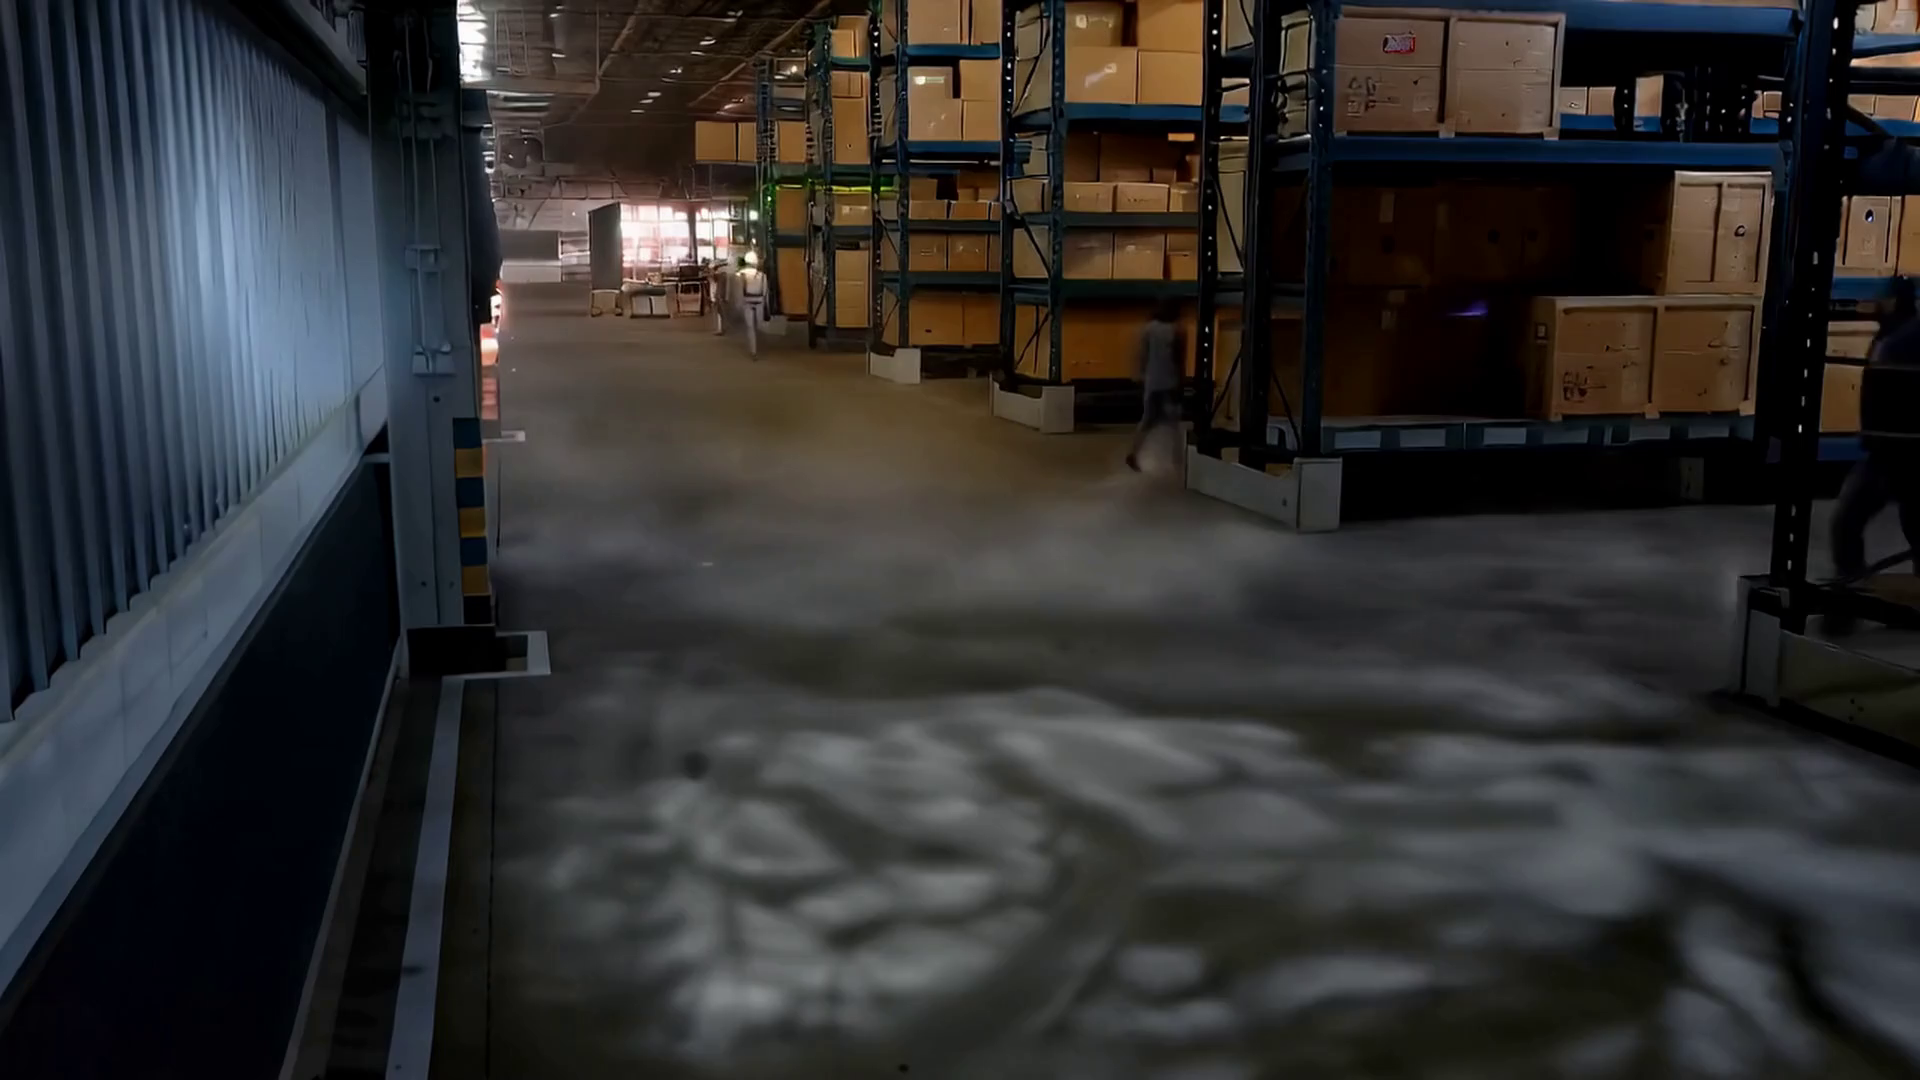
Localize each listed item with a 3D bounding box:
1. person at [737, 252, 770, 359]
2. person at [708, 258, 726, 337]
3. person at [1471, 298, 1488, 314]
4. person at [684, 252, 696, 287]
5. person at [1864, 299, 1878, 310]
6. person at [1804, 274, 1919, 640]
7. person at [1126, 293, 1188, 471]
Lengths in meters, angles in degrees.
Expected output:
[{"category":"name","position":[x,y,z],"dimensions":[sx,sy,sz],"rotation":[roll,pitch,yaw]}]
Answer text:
[{"category":"person","position":[-3.769,-4.261,30.209],"dimensions":[0.614,1.925,0.676],"rotation":[-4,11,-20]},{"category":"person","position":[-5.471,-5.416,37.228],"dimensions":[0.341,1.750,0.565],"rotation":[5,11,26]},{"category":"person","position":[5.292,-1.804,16.860],"dimensions":[0.429,1.728,0.490],"rotation":[-3,10,-14]},{"category":"person","position":[-9.060,-8.714,55.673],"dimensions":[0.404,1.837,0.595],"rotation":[3,10,16]},{"category":"person","position":[10.274,-2.142,18.299],"dimensions":[0.960,1.906,0.635],"rotation":[-4,11,-22]},{"category":"person","position":[4.731,-0.405,8.515],"dimensions":[0.776,1.880,0.668],"rotation":[-2,10,-10]},{"category":"person","position":[1.819,-1.424,15.037],"dimensions":[0.517,1.610,0.763],"rotation":[9,13,41]}]
